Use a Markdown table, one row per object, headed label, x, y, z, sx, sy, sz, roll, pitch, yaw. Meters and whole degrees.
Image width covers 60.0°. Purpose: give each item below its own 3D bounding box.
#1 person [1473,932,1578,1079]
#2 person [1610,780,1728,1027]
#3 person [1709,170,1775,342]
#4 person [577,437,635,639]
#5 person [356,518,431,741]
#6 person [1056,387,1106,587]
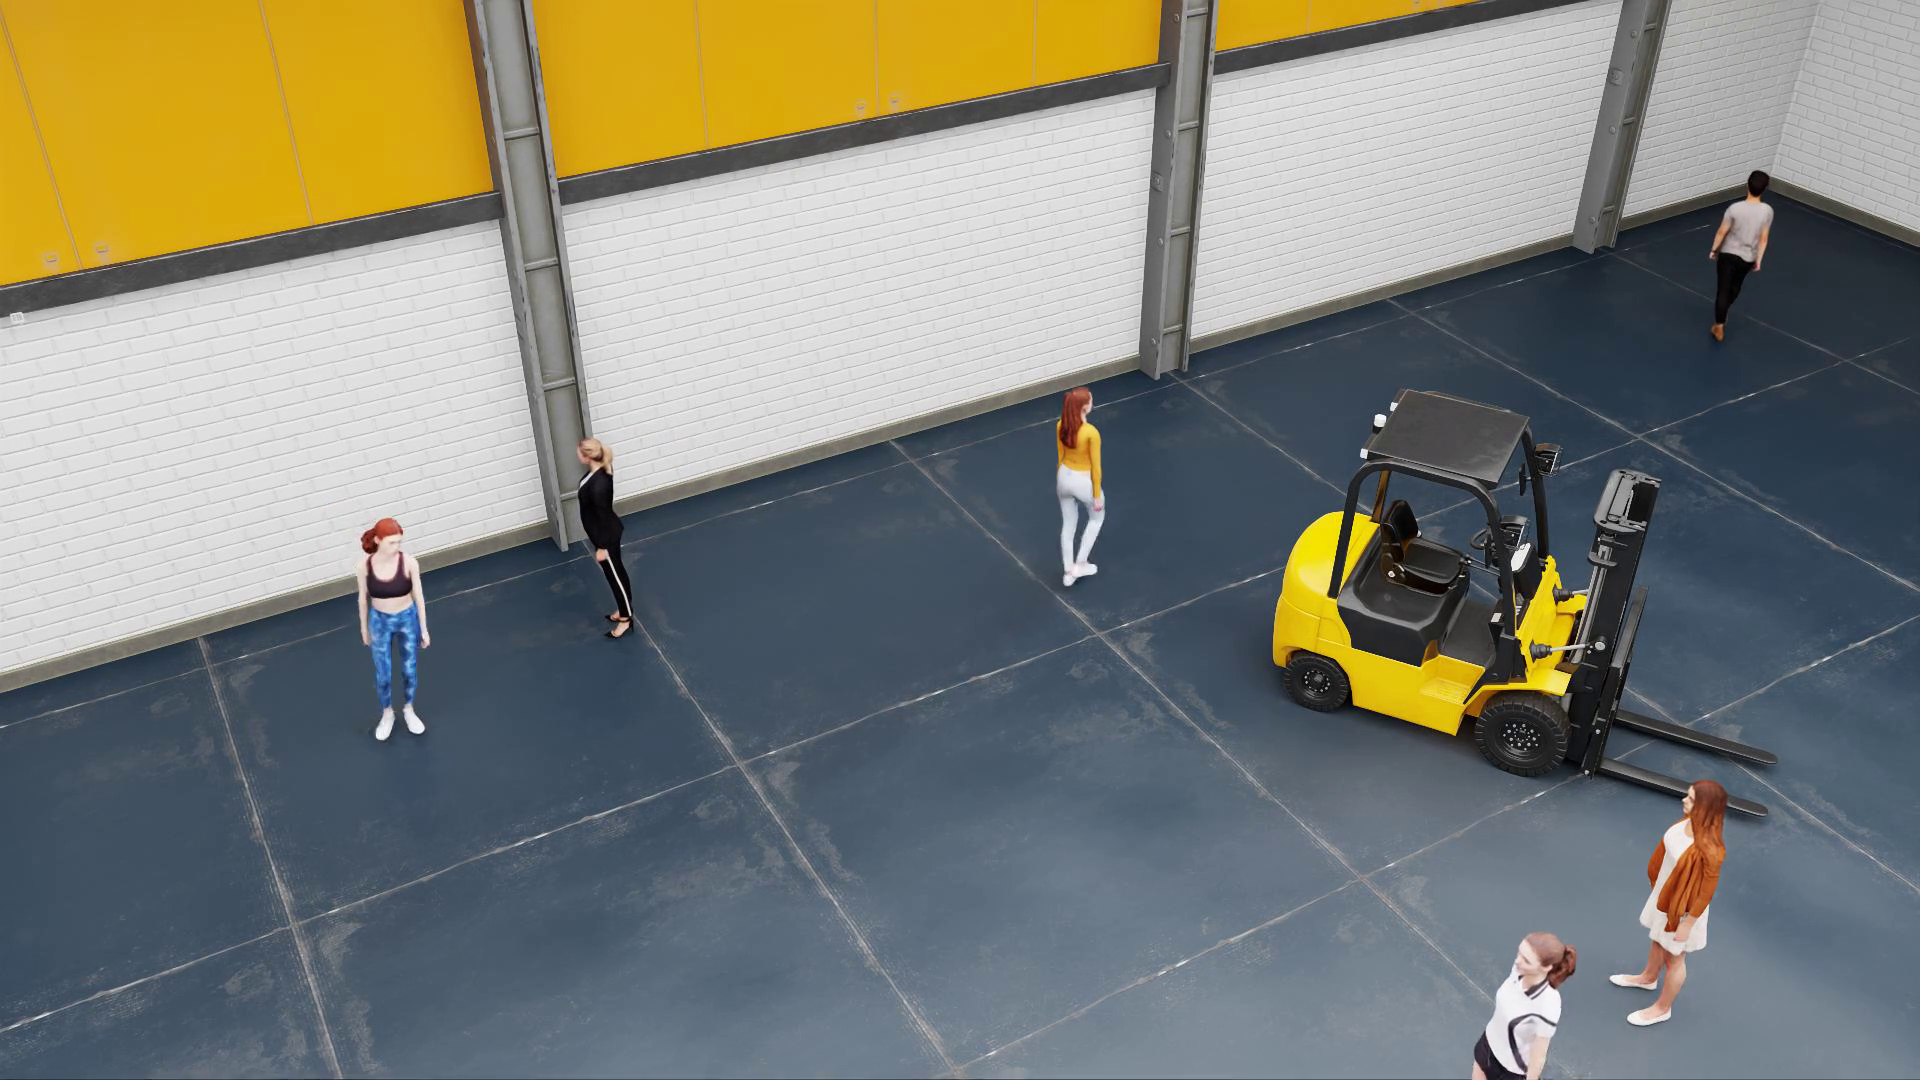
| label | x | y | z | sx | sy | sz | roll | pitch | yaw |
| --- | --- | --- | --- | --- | --- | --- | --- | --- | --- |
| person | 2.854 | 2.615 | 8.377 | 0.989 | 1.735 | 0.781 | -4 | 34 | -6 |
| person | 4.035 | 2.007 | 9.305 | 0.726 | 1.722 | 0.707 | 0 | 34 | 0 |
| person | 7.754 | -2.803 | 16.565 | 1.041 | 1.696 | 1.078 | 7 | 34 | 10 |
| person | -2.618 | -0.025 | 12.378 | 0.664 | 1.704 | 0.683 | -3 | 34 | -4 |
| person | -3.878 | 0.615 | 11.367 | 0.573 | 1.757 | 0.786 | -1 | 34 | -2 |
| person | 0.862 | -0.369 | 12.861 | 0.699 | 1.743 | 0.709 | 24 | 40 | 31 |
